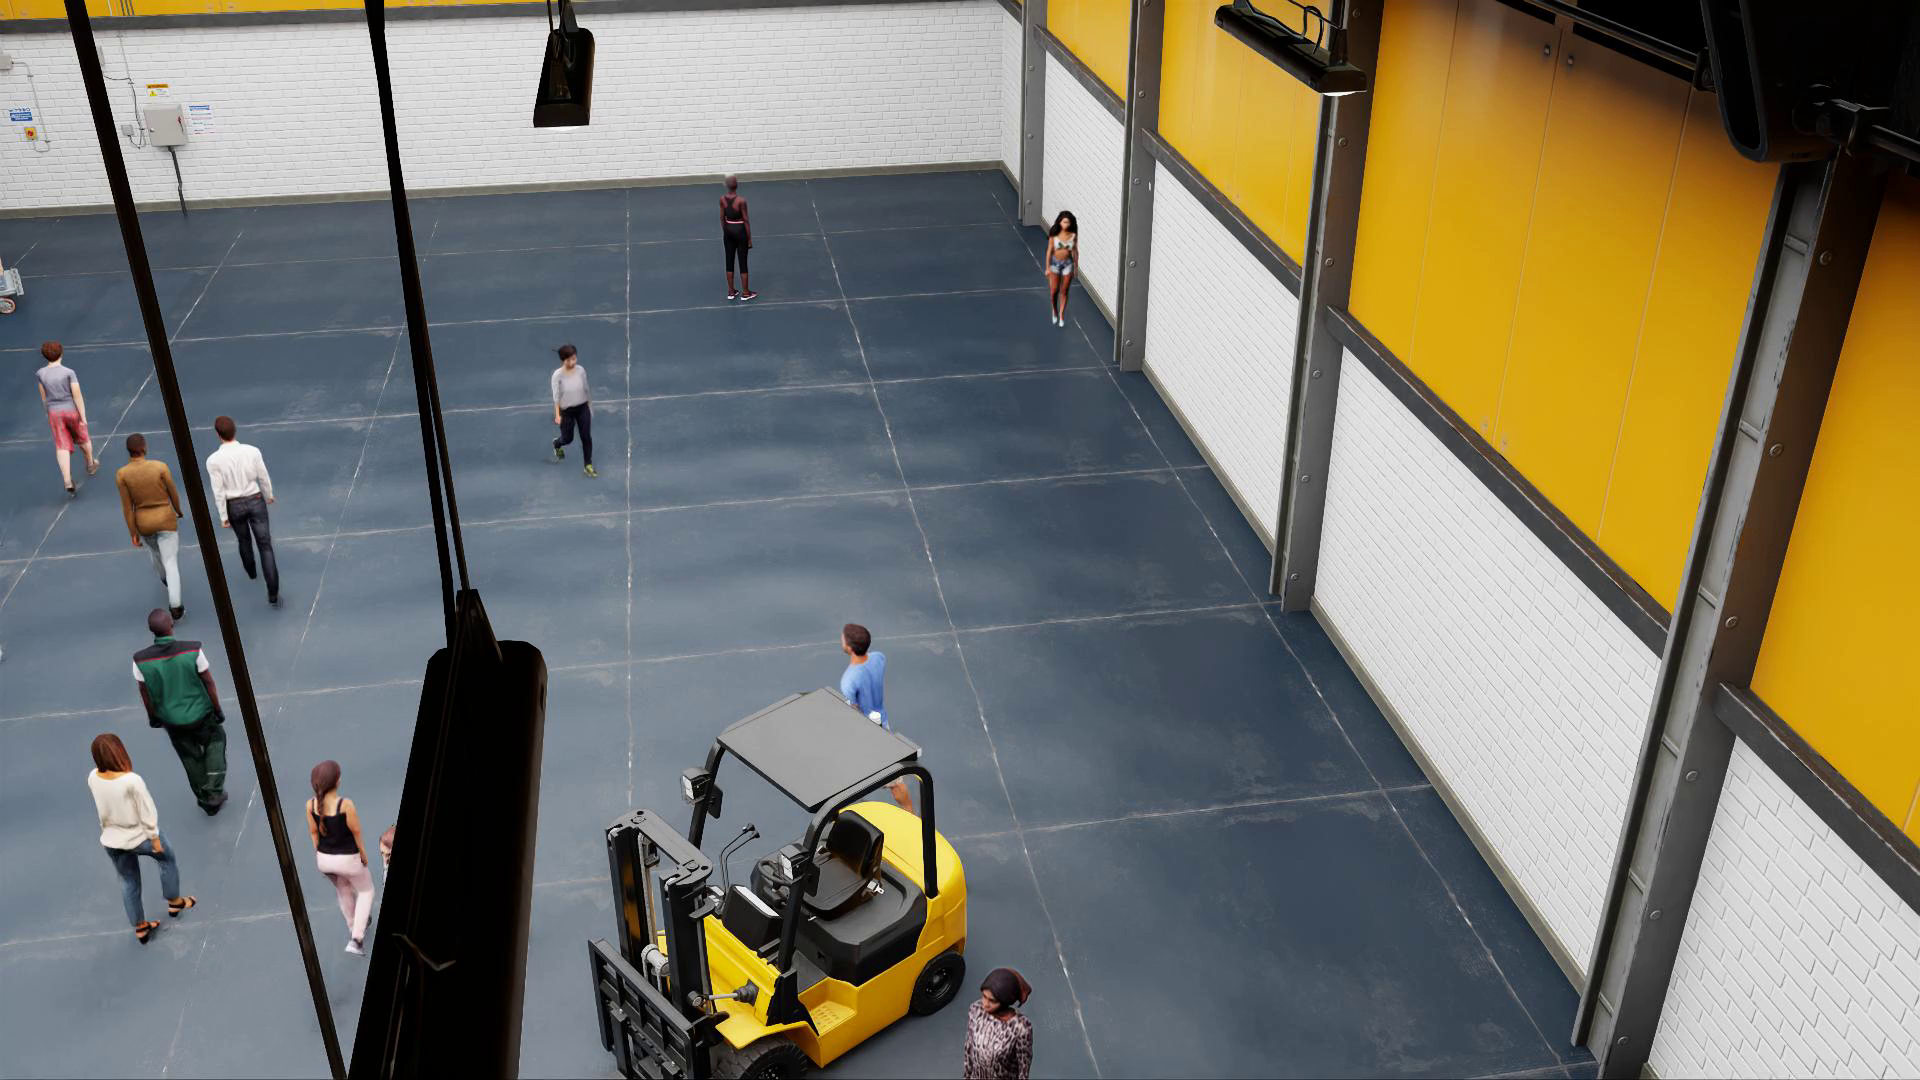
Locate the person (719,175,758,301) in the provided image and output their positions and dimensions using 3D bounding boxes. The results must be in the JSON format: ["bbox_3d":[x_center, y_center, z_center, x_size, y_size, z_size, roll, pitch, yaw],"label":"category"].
[{"bbox_3d":[-3.116,-4.197,23.038,0.660,1.754,0.674,9,30,16],"label":"person"}]

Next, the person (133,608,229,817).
[{"bbox_3d":[-5.931,1.376,12.742,0.743,1.832,0.691,-9,30,-15],"label":"person"}]

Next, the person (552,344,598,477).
[{"bbox_3d":[-4.281,-1.449,18.233,0.818,1.531,0.955,-24,37,-36],"label":"person"}]

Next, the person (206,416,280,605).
[{"bbox_3d":[-6.722,-0.249,15.718,0.916,1.833,1.264,-14,32,-24],"label":"person"}]

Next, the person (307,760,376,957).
[{"bbox_3d":[-4.289,2.239,11.453,0.626,1.549,0.829,2,29,3],"label":"person"}]

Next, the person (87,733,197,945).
[{"bbox_3d":[-5.805,2.119,11.552,0.771,1.666,0.841,5,29,10],"label":"person"}]

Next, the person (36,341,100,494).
[{"bbox_3d":[-9.641,-1.301,17.863,0.652,1.626,1.124,-7,29,-13],"label":"person"}]

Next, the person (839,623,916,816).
[{"bbox_3d":[-0.627,1.483,12.560,1.309,1.817,1.171,22,35,34],"label":"person"}]

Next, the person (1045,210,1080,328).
[{"bbox_3d":[1.342,-3.626,22.141,0.590,1.612,0.610,-4,29,-6],"label":"person"}]

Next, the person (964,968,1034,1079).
[{"bbox_3d":[0.225,3.155,9.603,0.673,1.714,0.735,19,34,31],"label":"person"}]

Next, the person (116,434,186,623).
[{"bbox_3d":[-7.471,-0.082,15.494,0.694,1.755,1.217,-9,30,-16],"label":"person"}]
